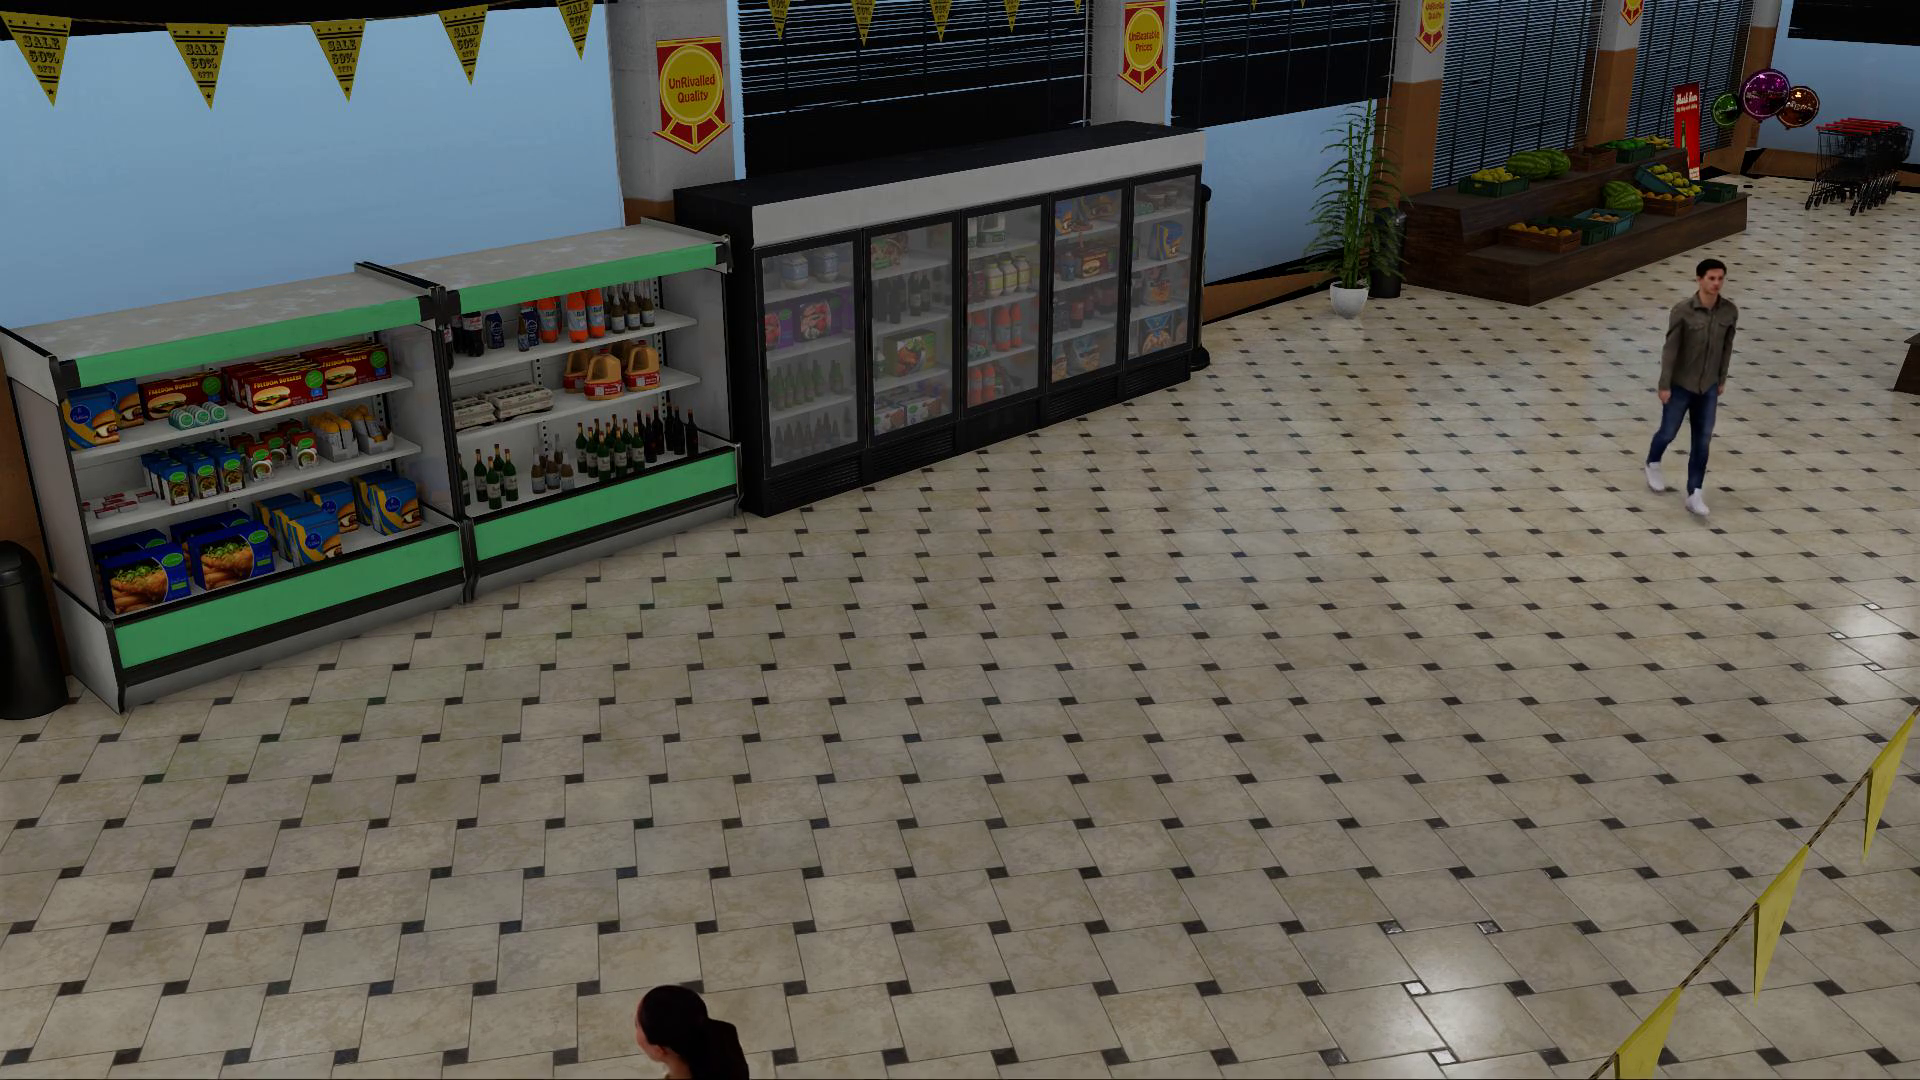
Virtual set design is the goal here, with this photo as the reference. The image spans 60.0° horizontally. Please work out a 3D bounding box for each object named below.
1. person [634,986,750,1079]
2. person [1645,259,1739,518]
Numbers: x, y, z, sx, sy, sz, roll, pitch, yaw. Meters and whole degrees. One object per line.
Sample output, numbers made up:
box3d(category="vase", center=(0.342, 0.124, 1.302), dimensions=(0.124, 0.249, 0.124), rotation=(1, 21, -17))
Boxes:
box3d(category="person", center=(-0.737, 1.963, 4.798), dimensions=(0.784, 1.632, 0.692), rotation=(3, 22, 8))
box3d(category="person", center=(5.375, -1.168, 12.314), dimensions=(1.203, 1.837, 1.252), rotation=(0, 22, -1))
